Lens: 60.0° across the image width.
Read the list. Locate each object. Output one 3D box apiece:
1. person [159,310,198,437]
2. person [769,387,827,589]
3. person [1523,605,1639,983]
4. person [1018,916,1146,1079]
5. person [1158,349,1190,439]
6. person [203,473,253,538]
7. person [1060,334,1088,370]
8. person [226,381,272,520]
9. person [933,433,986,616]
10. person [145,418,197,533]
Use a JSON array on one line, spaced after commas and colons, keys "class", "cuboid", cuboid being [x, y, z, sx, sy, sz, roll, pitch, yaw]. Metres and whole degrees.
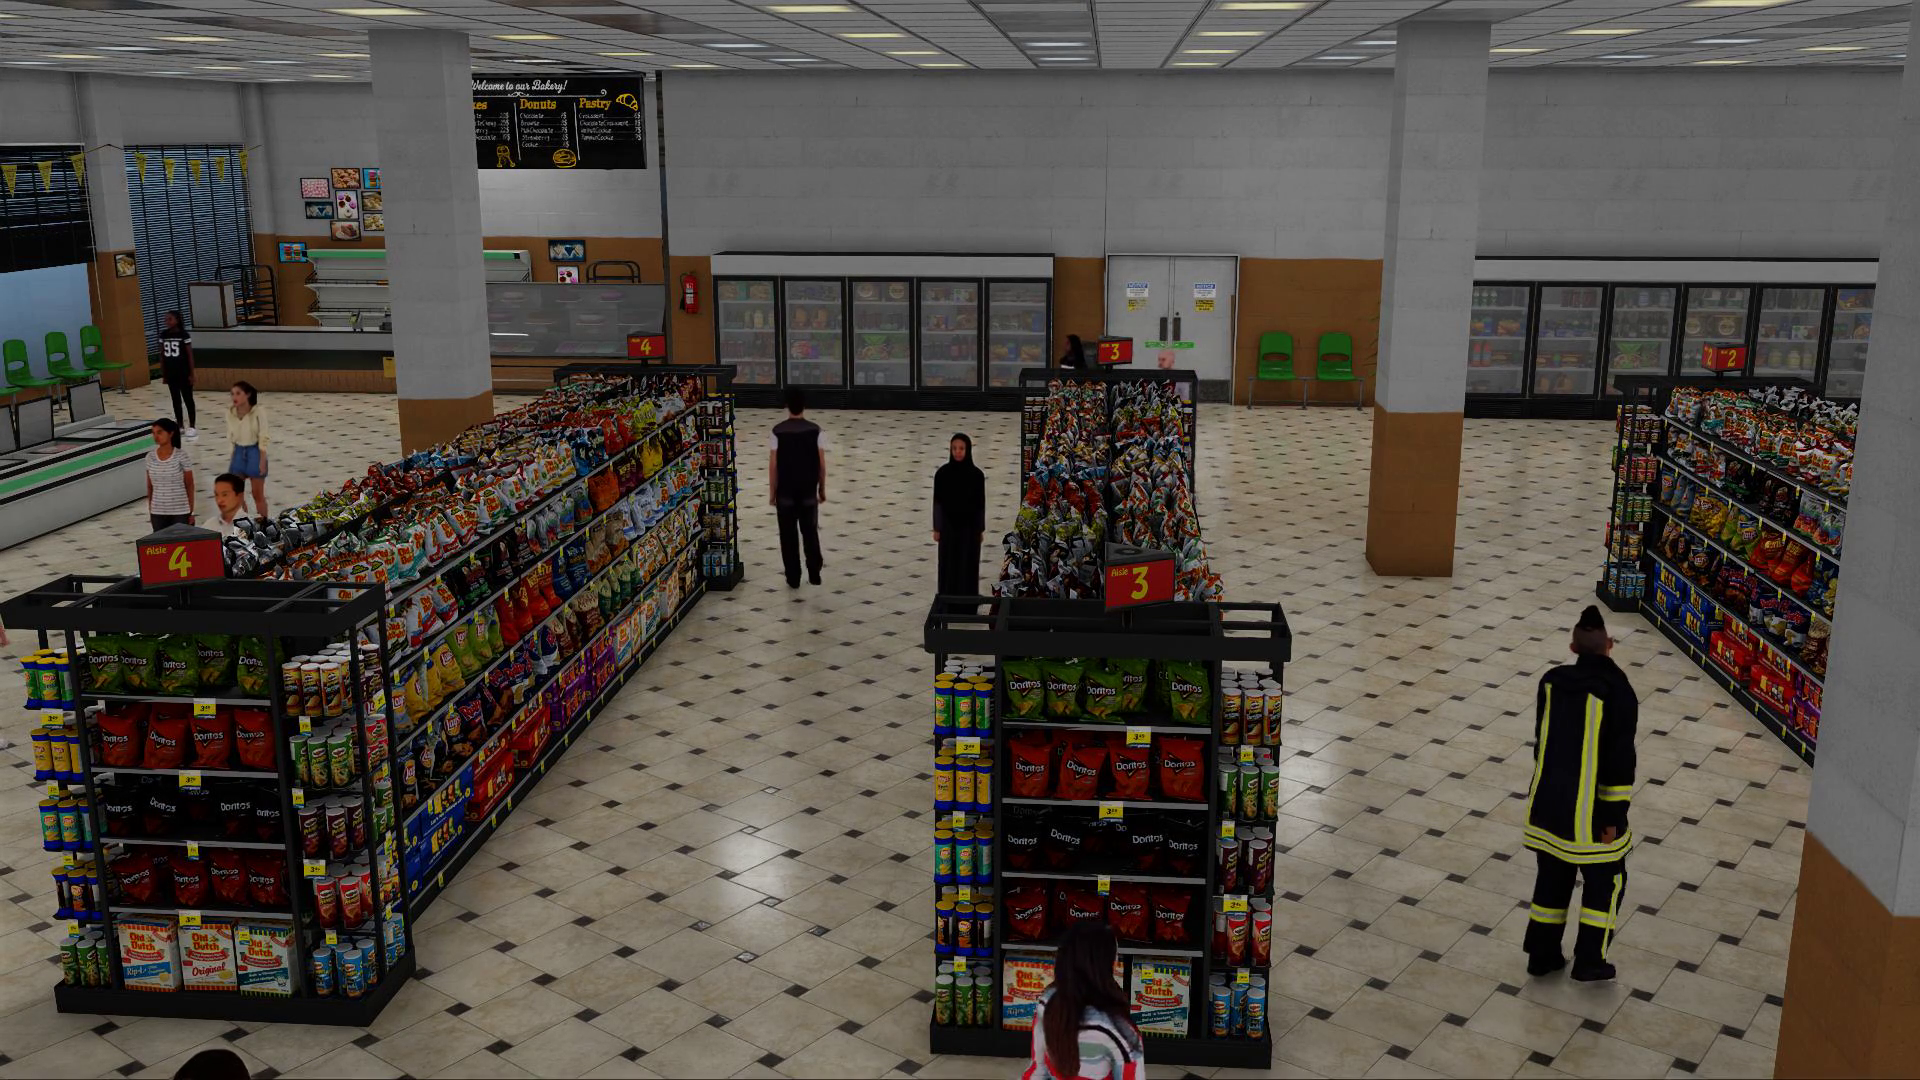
[{"class": "person", "cuboid": [-10.697, -2.284, 22.800, 0.604, 1.725, 0.516, 2, 14, 7]}, {"class": "person", "cuboid": [-1.445, -0.427, 14.915, 0.833, 1.834, 0.967, -4, 14, -15]}, {"class": "person", "cuboid": [2.951, 1.252, 7.977, 0.979, 1.841, 0.905, -6, 15, -23]}, {"class": "person", "cuboid": [0.336, 2.019, 5.393, 1.111, 1.568, 1.020, -13, 19, -43]}, {"class": "person", "cuboid": [2.283, -1.156, 17.961, 1.059, 1.814, 1.184, 12, 18, 41]}, {"class": "person", "cuboid": [-4.941, 0.422, 11.461, 0.650, 1.811, 0.533, 2, 14, 7]}, {"class": "person", "cuboid": [1.428, -1.635, 20.170, 1.043, 1.704, 0.983, -11, 18, -39]}, {"class": "person", "cuboid": [-7.201, -0.823, 17.001, 0.635, 1.619, 0.593, 2, 14, 6]}, {"class": "person", "cuboid": [0.009, -0.118, 14.103, 0.589, 1.616, 0.618, 2, 14, 6]}, {"class": "person", "cuboid": [-6.931, -0.265, 14.645, 0.561, 1.646, 0.507, 2, 14, 7]}]
